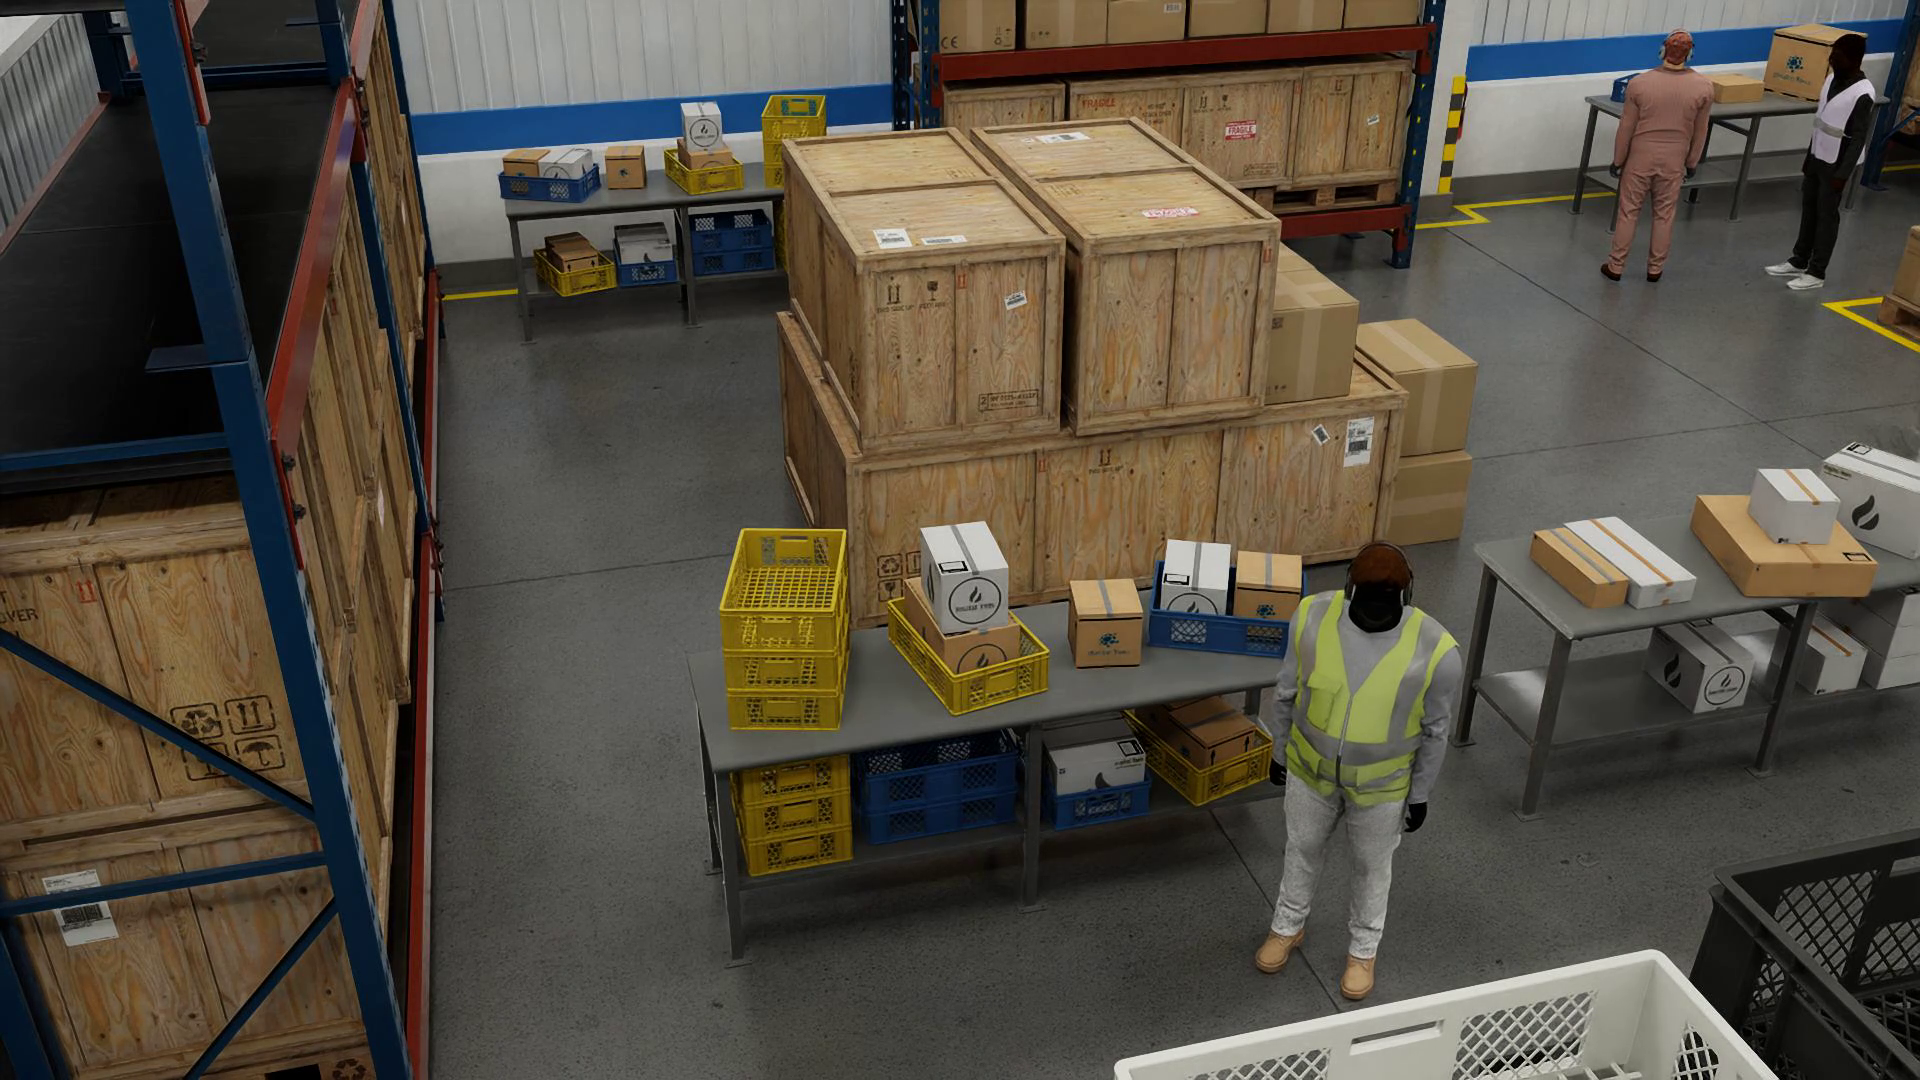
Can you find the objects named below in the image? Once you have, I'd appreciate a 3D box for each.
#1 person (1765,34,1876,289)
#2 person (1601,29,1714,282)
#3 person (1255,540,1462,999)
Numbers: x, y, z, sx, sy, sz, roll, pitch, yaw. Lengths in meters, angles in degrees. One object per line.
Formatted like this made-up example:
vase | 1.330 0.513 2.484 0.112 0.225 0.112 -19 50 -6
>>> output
person | 6.589 -2.854 12.582 0.397 1.911 0.590 0 29 -1
person | 5.307 -2.917 12.699 0.651 1.907 0.409 5 29 8
person | 1.399 0.828 5.968 0.625 1.847 0.429 14 32 23
